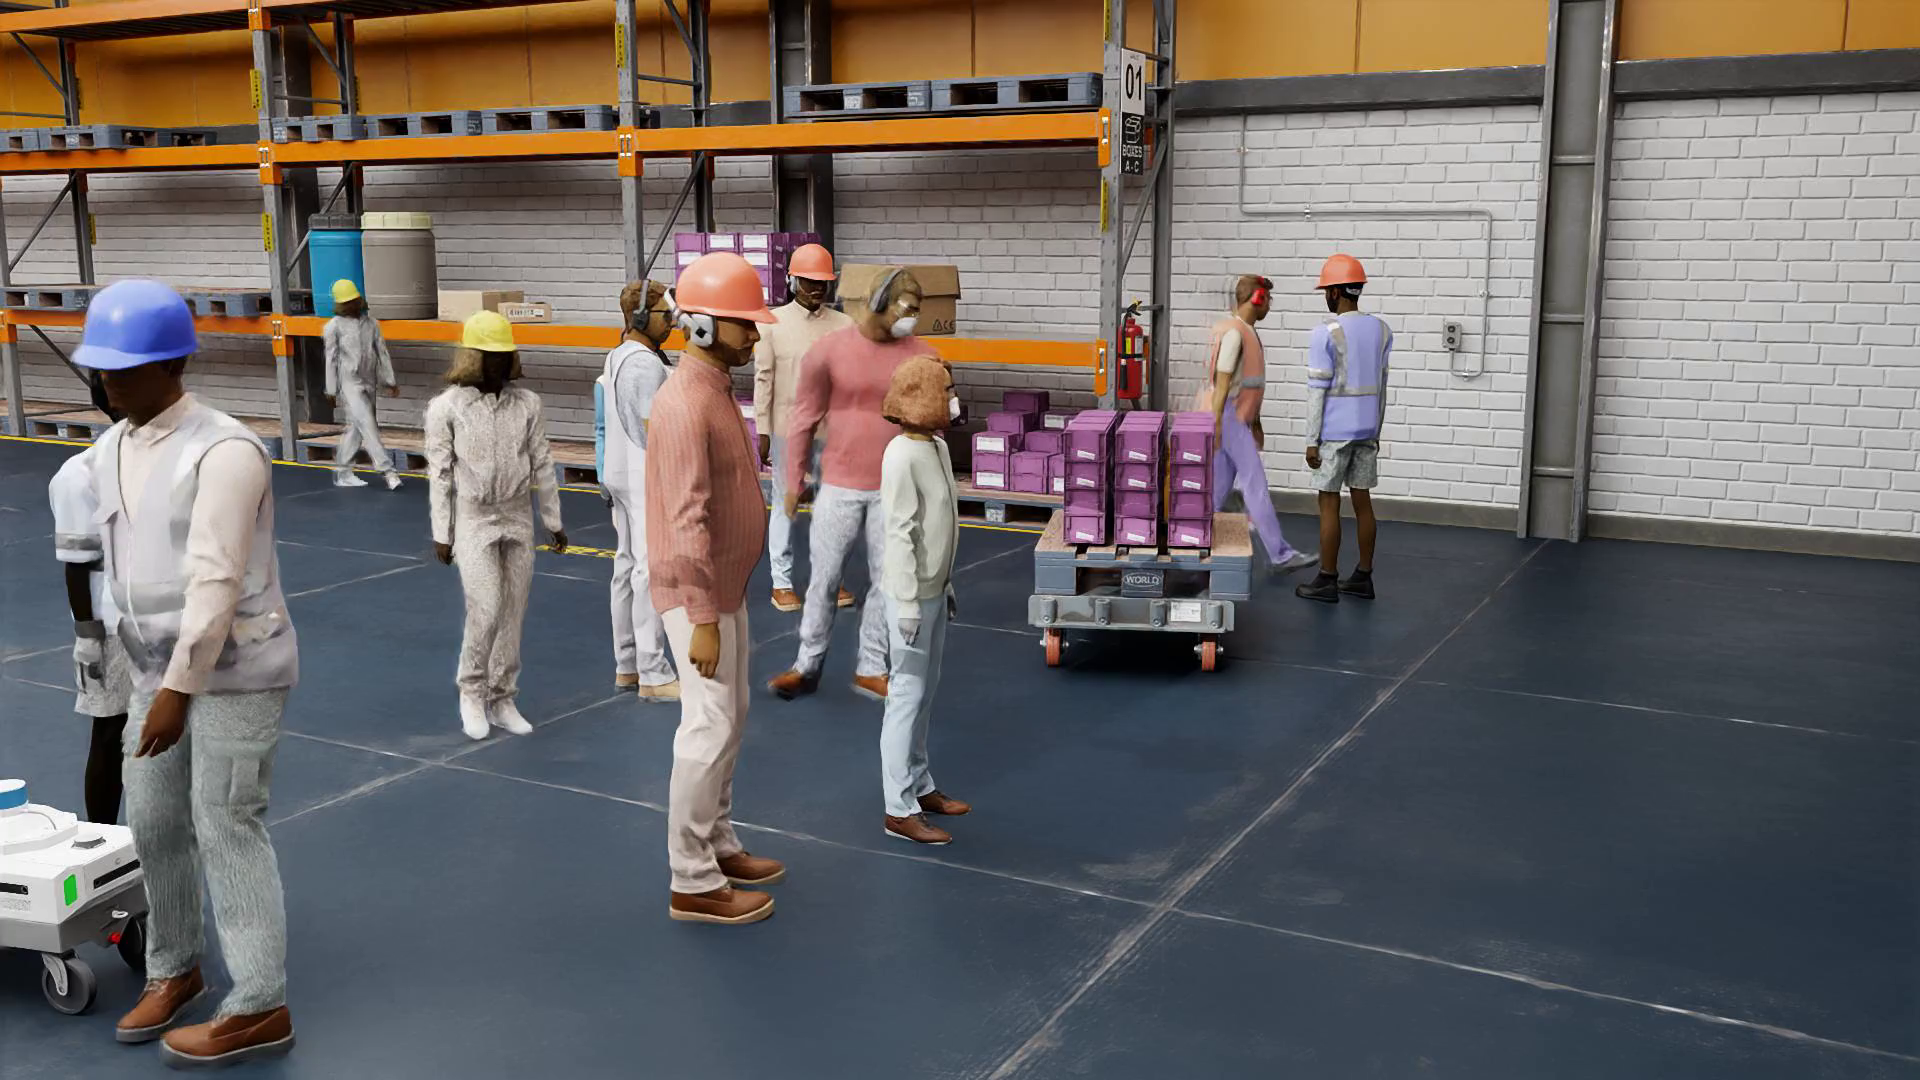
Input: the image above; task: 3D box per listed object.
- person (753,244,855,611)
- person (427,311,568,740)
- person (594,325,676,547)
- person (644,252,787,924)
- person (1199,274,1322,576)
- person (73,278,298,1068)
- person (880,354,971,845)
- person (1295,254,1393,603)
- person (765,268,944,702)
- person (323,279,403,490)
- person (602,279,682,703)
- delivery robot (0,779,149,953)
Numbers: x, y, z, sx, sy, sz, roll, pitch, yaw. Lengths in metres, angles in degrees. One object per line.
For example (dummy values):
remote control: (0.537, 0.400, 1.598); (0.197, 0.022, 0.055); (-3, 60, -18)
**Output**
person: (-0.818, -0.603, 9.039); (0.612, 1.986, 0.407); (-5, 11, -25)
person: (-1.851, -0.051, 6.695); (0.491, 1.730, 0.387); (-10, 14, -44)
person: (-1.588, -0.312, 8.406); (0.528, 1.630, 0.319); (-7, 12, -32)
person: (-0.721, 0.153, 4.915); (0.410, 1.980, 0.627); (0, 10, 0)
person: (1.769, -0.676, 9.953); (0.926, 1.790, 0.608); (3, 11, 18)
person: (-1.923, 0.325, 4.105); (0.602, 1.929, 0.458); (6, 12, 28)
person: (-0.122, 0.192, 5.628); (0.280, 1.636, 0.501); (2, 11, 13)
person: (2.114, -0.610, 9.230); (0.545, 1.928, 0.391); (-5, 12, -28)
person: (-0.443, -0.216, 7.166); (0.765, 1.894, 0.468); (-3, 11, -14)
person: (-4.768, -1.225, 13.266); (0.816, 1.684, 0.484); (5, 12, 26)
person: (-1.376, -0.212, 7.284); (0.349, 1.842, 0.505); (-6, 12, -30)
delivery robot: (-2.560, 0.892, 4.499); (0.707, 0.478, 0.477); (3, 11, 15)
